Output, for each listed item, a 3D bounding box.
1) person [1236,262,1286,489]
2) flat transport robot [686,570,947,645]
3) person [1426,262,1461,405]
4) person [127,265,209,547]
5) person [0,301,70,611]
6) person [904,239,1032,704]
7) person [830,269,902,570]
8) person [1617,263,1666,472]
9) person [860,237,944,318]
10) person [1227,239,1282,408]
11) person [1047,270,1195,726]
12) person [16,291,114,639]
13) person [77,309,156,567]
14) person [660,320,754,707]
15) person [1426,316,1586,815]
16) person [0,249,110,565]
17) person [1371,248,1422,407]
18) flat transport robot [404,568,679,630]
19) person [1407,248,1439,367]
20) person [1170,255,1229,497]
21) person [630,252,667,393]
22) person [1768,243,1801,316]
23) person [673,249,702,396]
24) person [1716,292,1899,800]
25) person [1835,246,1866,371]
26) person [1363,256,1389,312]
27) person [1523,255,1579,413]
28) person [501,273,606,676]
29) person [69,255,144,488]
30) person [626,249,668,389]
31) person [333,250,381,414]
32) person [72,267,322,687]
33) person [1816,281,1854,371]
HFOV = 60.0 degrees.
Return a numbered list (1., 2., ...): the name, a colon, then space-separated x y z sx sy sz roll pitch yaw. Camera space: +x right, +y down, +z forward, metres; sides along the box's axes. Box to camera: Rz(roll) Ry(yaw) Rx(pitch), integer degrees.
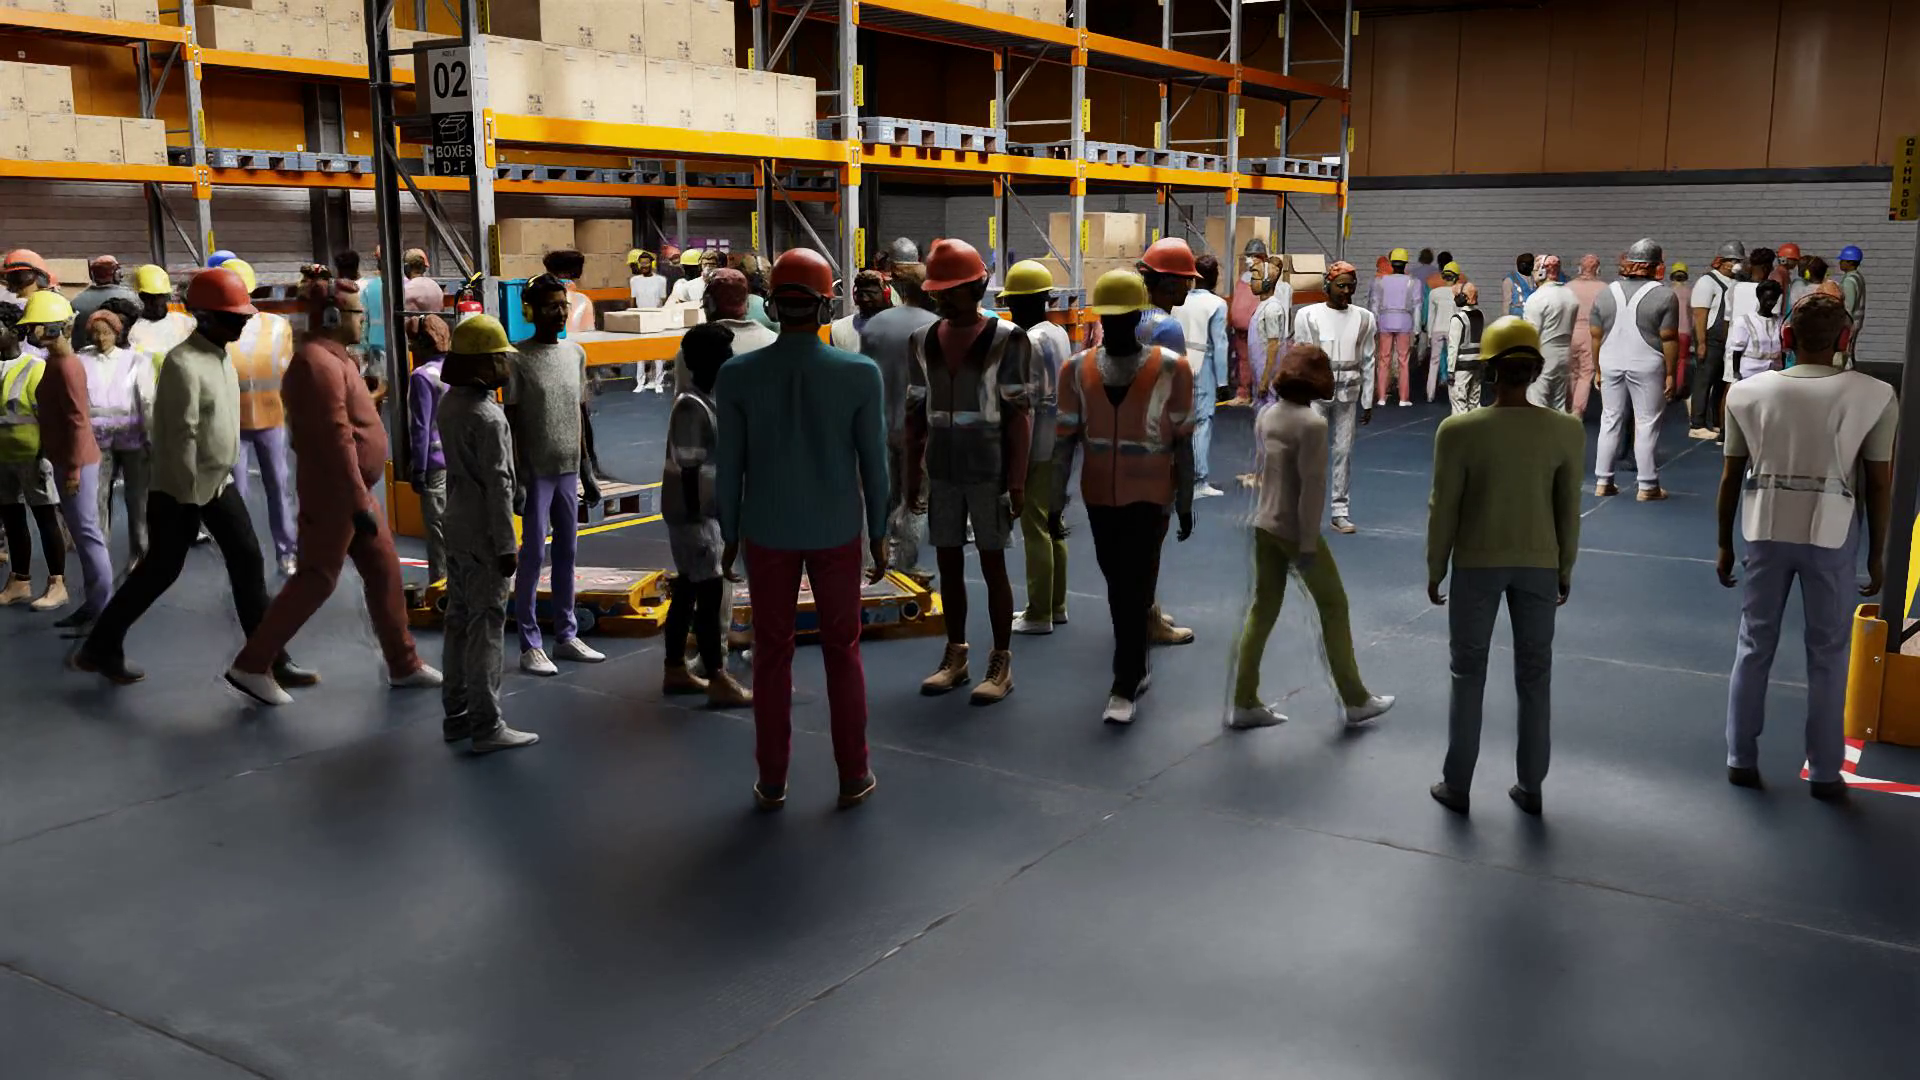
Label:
1. person: 2.473 -1.339 13.591 0.345 1.846 0.508 0 10 2
2. flat transport robot: -0.749 0.341 8.646 1.431 0.197 0.652 -3 11 -17
3. person: 6.030 -2.552 20.568 0.523 1.759 0.350 8 13 37
4. person: -5.366 -0.910 11.185 1.038 1.866 0.588 8 13 36
5. person: -5.154 -0.455 9.109 0.532 1.696 0.319 4 11 19
6. person: 0.012 -0.295 7.322 0.611 2.028 0.409 5 12 28
7. person: -0.526 -0.736 10.250 0.569 1.843 0.374 1 10 8
8. person: 6.090 -1.581 14.832 0.582 1.902 0.849 7 12 33
9. person: -0.435 -1.343 13.073 0.688 2.000 0.539 0 10 -2
10. person: 3.521 -2.608 20.081 0.536 2.000 0.672 -6 12 -32
11. person: 0.648 -0.180 7.033 0.604 1.884 0.894 4 11 23
12. person: -4.571 -0.381 8.504 0.326 1.767 0.533 -6 12 -32
13. person: -4.973 -0.534 9.764 0.515 1.604 0.763 -3 11 -18
14. person: -1.113 -0.118 7.265 0.393 1.688 0.571 -1 10 -3
15. person: 1.910 0.096 5.875 0.526 1.762 0.339 1 10 4
16. person: -5.917 -0.832 10.505 0.600 1.993 1.033 4 11 21
17. person: 5.296 -2.575 20.219 0.594 1.922 0.385 4 11 20
18. flat transport robot: -2.220 0.298 8.886 1.431 0.197 0.652 1 10 6
19. person: 7.475 -3.732 26.739 0.628 1.888 0.991 7 12 34
20. person: 1.871 -1.293 13.186 0.414 1.906 0.590 -7 12 -32
21. person: -4.115 -2.870 22.008 0.518 1.870 0.323 0 10 1
22. person: 10.354 -2.746 21.007 0.406 1.982 0.637 6 12 31
23. person: -2.967 -2.232 18.350 0.398 1.919 0.588 2 10 9
24. person: 3.054 0.026 6.066 0.562 1.836 0.386 7 12 34
25. person: 10.841 -2.610 20.344 0.382 1.951 0.605 7 12 34
26. person: 6.839 -3.724 27.051 0.564 1.755 0.323 4 11 22
27. person: 5.076 -1.525 14.492 0.646 1.898 0.398 -8 13 -37
28. person: -1.916 -0.312 7.832 0.329 1.873 0.514 7 12 35
29. person: -6.852 -1.350 13.516 0.649 1.902 0.400 0 10 2
30. person: -4.264 -3.000 22.625 0.454 1.905 0.615 -6 12 -30
31. person: -6.047 -1.969 16.881 0.396 1.926 0.716 2 10 11
32. person: -3.503 -0.254 7.425 1.061 1.920 0.627 0 10 1
33. person: 8.206 -1.628 15.778 0.497 1.633 0.287 -3 11 -17
